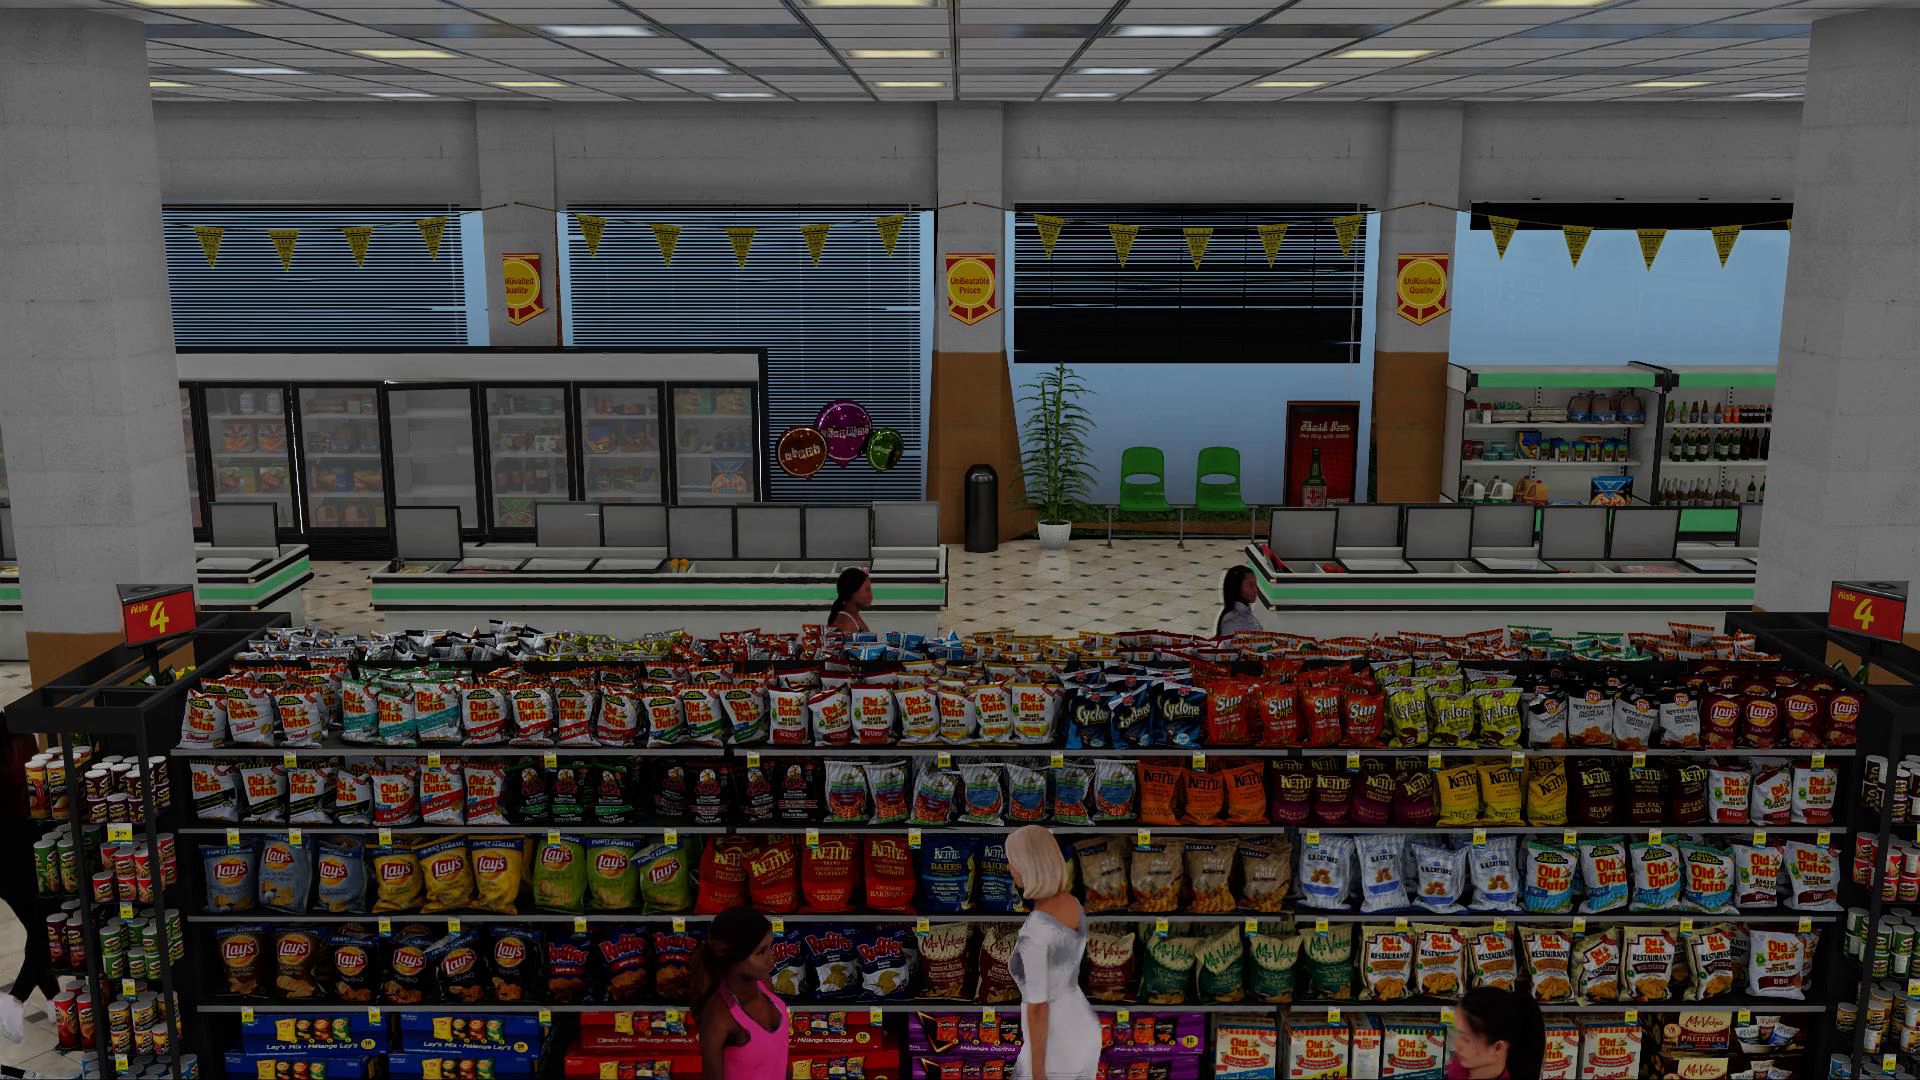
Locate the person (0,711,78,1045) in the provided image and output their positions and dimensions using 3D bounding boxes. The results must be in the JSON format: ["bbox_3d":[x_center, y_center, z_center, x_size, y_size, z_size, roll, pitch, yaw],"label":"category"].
[{"bbox_3d":[-4.454,1.621,7.940,0.869,1.624,0.672,0,12,1],"label":"person"}]

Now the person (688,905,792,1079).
[{"bbox_3d":[-0.812,2.045,5.732,1.045,1.706,0.783,5,13,24],"label":"person"}]

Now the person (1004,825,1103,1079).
[{"bbox_3d":[0.441,1.939,6.219,0.976,1.711,0.857,7,14,29],"label":"person"}]

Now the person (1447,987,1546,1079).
[{"bbox_3d":[1.600,2.169,5.155,0.612,1.701,0.622,-2,12,-10],"label":"person"}]

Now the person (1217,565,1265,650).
[{"bbox_3d":[1.778,0.999,10.653,0.646,1.724,0.668,5,13,24],"label":"person"}]

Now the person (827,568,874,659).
[{"bbox_3d":[-0.801,1.037,10.465,0.955,1.727,0.701,3,12,14],"label":"person"}]
